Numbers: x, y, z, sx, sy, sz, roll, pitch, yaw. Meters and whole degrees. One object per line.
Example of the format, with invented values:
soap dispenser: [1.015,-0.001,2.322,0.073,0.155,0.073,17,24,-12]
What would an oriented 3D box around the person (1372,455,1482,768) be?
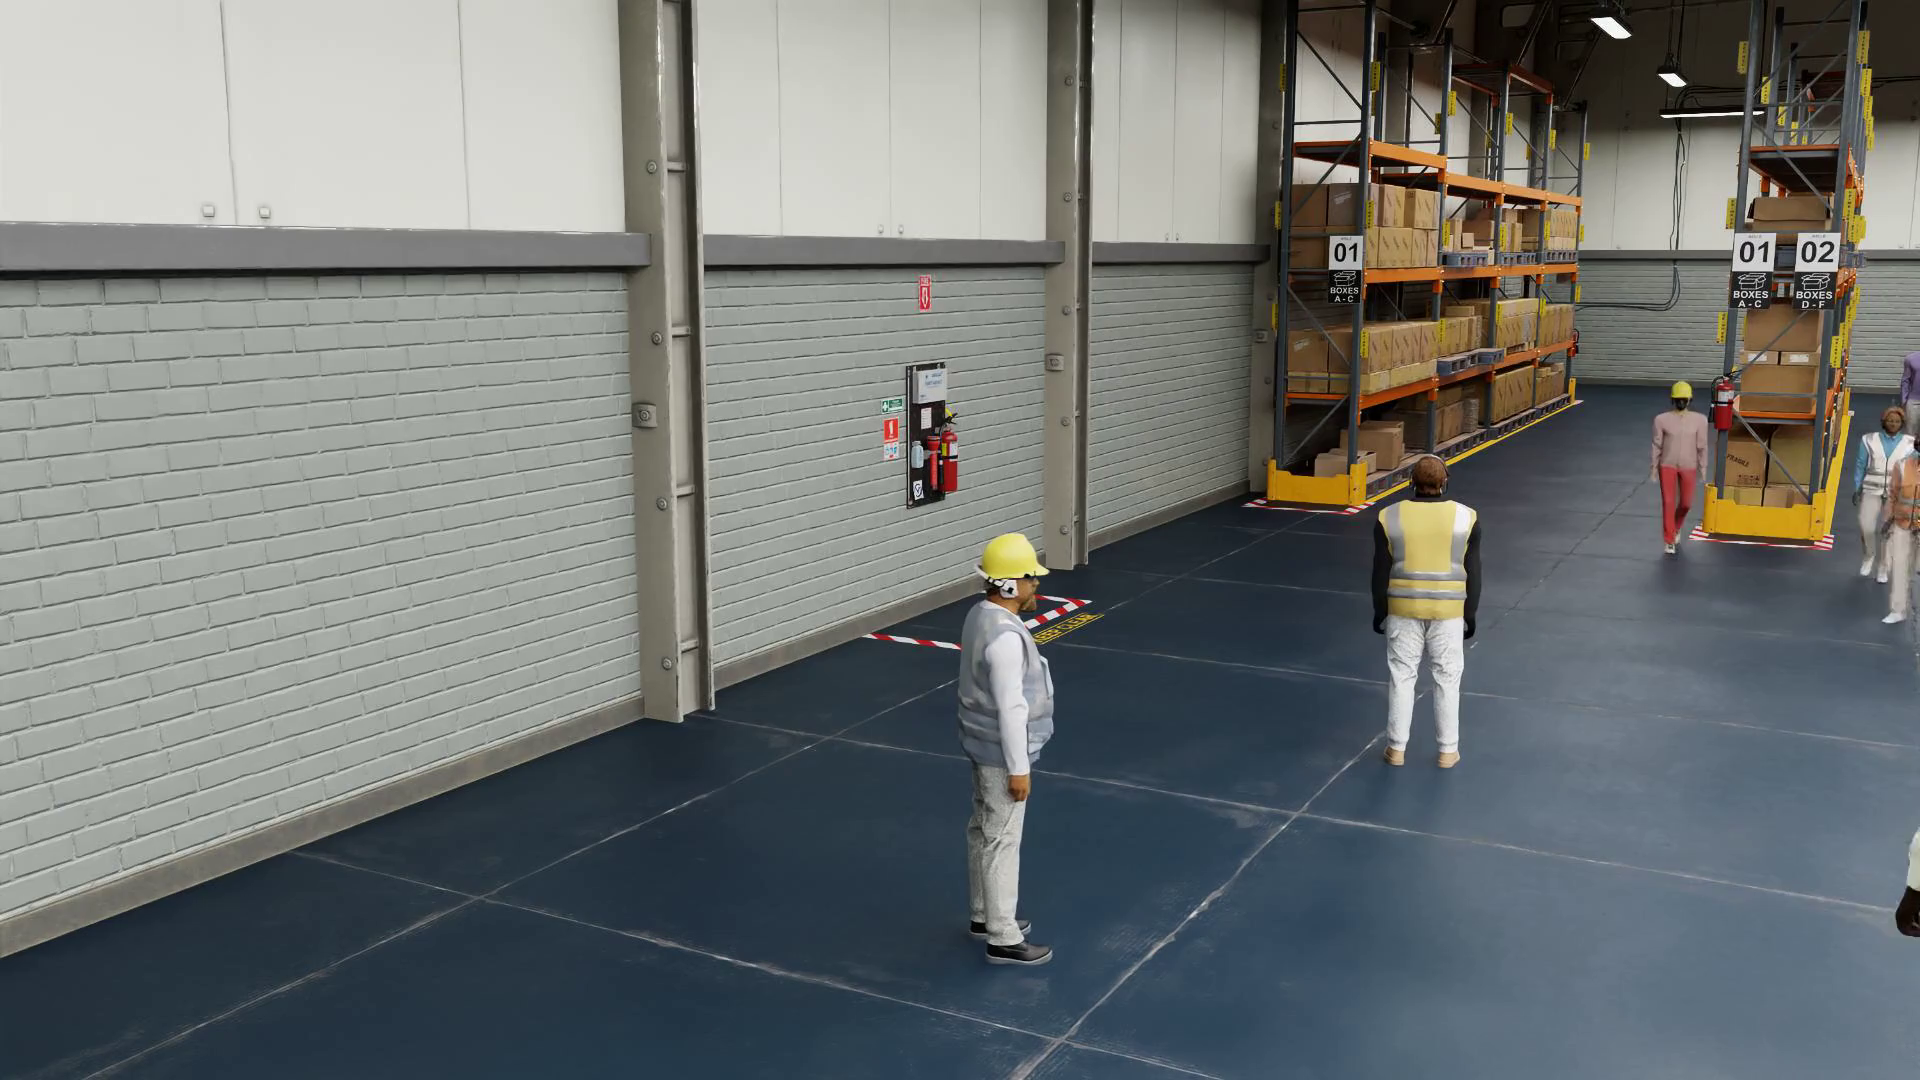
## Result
person: [2.728,0.420,9.762,0.619,1.845,0.430,2,10,14]

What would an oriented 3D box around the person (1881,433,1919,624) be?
person: [7.830,-0.113,13.536,0.492,1.624,0.529,-7,12,-35]

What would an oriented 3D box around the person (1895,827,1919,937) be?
person: [3.290,1.149,5.229,1.029,1.938,0.656,-3,10,-15]

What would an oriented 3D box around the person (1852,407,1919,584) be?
person: [8.476,-0.412,15.236,0.541,1.624,0.367,6,11,30]

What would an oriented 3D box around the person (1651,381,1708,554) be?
person: [7.307,-0.759,16.942,0.532,1.743,0.666,3,10,15]

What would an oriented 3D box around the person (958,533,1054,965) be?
person: [0.197,0.878,7.105,0.404,1.835,0.589,-2,10,-10]

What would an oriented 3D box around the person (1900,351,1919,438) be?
person: [13.533,-1.948,23.342,0.627,1.940,0.374,9,13,43]
